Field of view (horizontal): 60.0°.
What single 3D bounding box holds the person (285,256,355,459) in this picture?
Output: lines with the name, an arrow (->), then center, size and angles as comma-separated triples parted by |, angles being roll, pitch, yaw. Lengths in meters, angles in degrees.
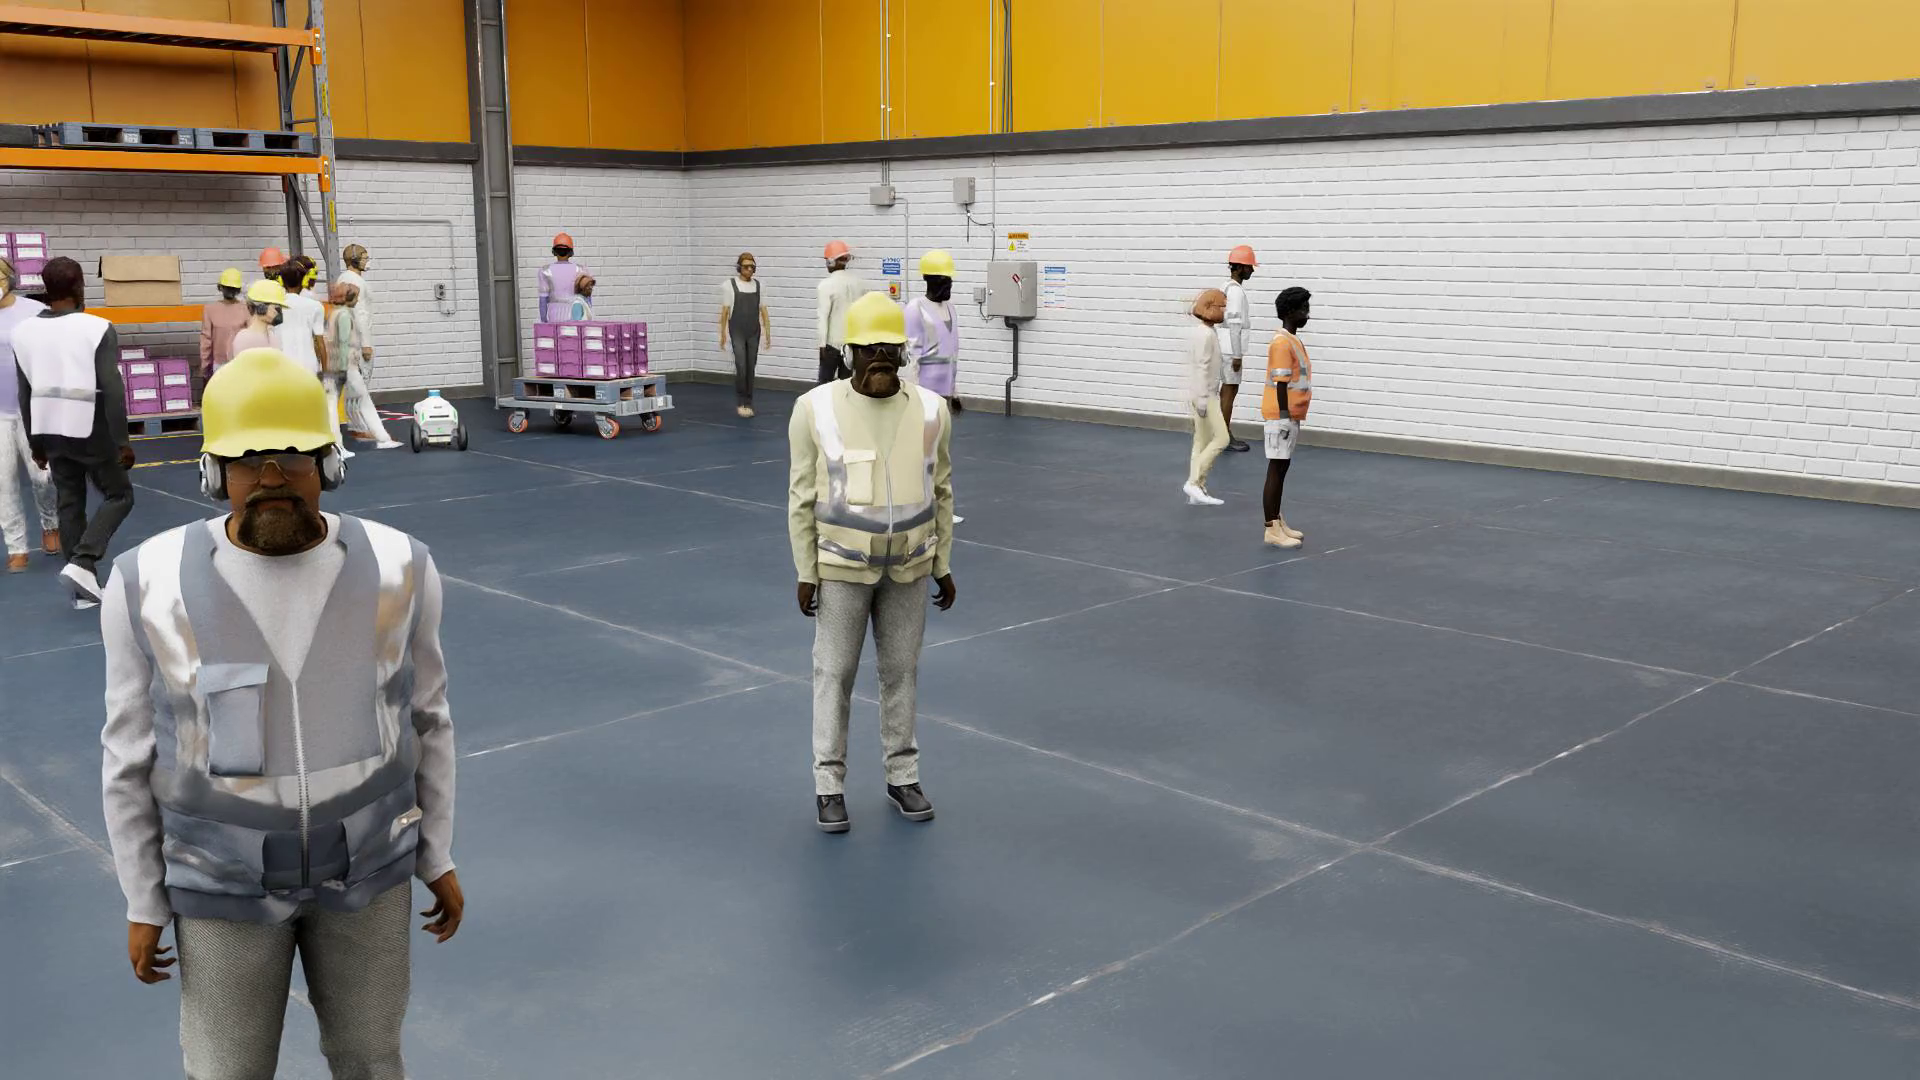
person -> -5.873, -1.628, 14.983 | 0.520, 1.841, 0.630 | 6, 12, 31

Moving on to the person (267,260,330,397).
person -> -5.346, -1.325, 13.368 | 0.512, 1.841, 0.730 | -3, 11, -15

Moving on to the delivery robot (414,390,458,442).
delivery robot -> -4.967, -1.177, 15.750 | 0.477, 0.478, 0.707 | -5, 12, -22

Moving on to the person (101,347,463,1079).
person -> -1.179, 0.578, 2.953 | 0.586, 1.835, 0.403 | -6, 12, -28

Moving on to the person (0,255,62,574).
person -> -5.693, -0.760, 10.033 | 0.679, 1.918, 0.506 | -4, 11, -20

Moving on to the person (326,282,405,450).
person -> -5.767, -1.617, 15.609 | 0.871, 1.587, 0.516 | -7, 12, -32

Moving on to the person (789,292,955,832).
person -> -0.290, 0.076, 5.694 | 0.588, 1.835, 0.404 | -4, 11, -19

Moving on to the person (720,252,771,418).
person -> -2.345, -2.251, 18.393 | 0.550, 1.826, 0.591 | -6, 12, -28

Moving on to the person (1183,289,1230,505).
person -> 1.869, -1.051, 12.397 | 0.342, 1.618, 0.530 | 2, 11, 11

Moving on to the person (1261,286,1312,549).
person -> 2.132, -0.804, 10.867 | 0.320, 1.697, 0.531 | 3, 11, 16

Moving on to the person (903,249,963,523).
person -> -0.168, -1.041, 11.537 | 0.385, 1.923, 0.593 | 6, 12, 29

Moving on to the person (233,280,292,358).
person -> -4.318, -0.753, 10.490 | 0.652, 1.737, 0.584 | 2, 11, 9

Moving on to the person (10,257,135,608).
person -> -4.764, -0.562, 8.976 | 0.624, 1.902, 0.454 | 1, 10, 7

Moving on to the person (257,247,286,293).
person -> -6.769, -1.924, 16.439 | 0.559, 1.891, 0.932 | 3, 11, 14

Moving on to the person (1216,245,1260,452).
person -> 2.601, -1.796, 15.648 | 0.380, 1.929, 0.542 | 0, 10, 0

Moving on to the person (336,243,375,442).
person -> -5.936, -1.943, 16.414 | 0.370, 1.941, 0.627 | -7, 12, -32

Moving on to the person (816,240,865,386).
person -> -1.125, -1.923, 16.212 | 0.568, 1.981, 0.628 | 10, 14, 43

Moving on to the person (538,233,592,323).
person -> -4.728, -2.642, 19.943 | 0.615, 2.042, 0.372 | -3, 11, -15

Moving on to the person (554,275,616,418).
person -> -4.108, -2.126, 18.347 | 0.880, 1.579, 0.543 | -2, 11, -9

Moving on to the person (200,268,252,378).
person -> -6.711, -1.654, 15.416 | 0.533, 1.734, 0.686 | 0, 10, 1
